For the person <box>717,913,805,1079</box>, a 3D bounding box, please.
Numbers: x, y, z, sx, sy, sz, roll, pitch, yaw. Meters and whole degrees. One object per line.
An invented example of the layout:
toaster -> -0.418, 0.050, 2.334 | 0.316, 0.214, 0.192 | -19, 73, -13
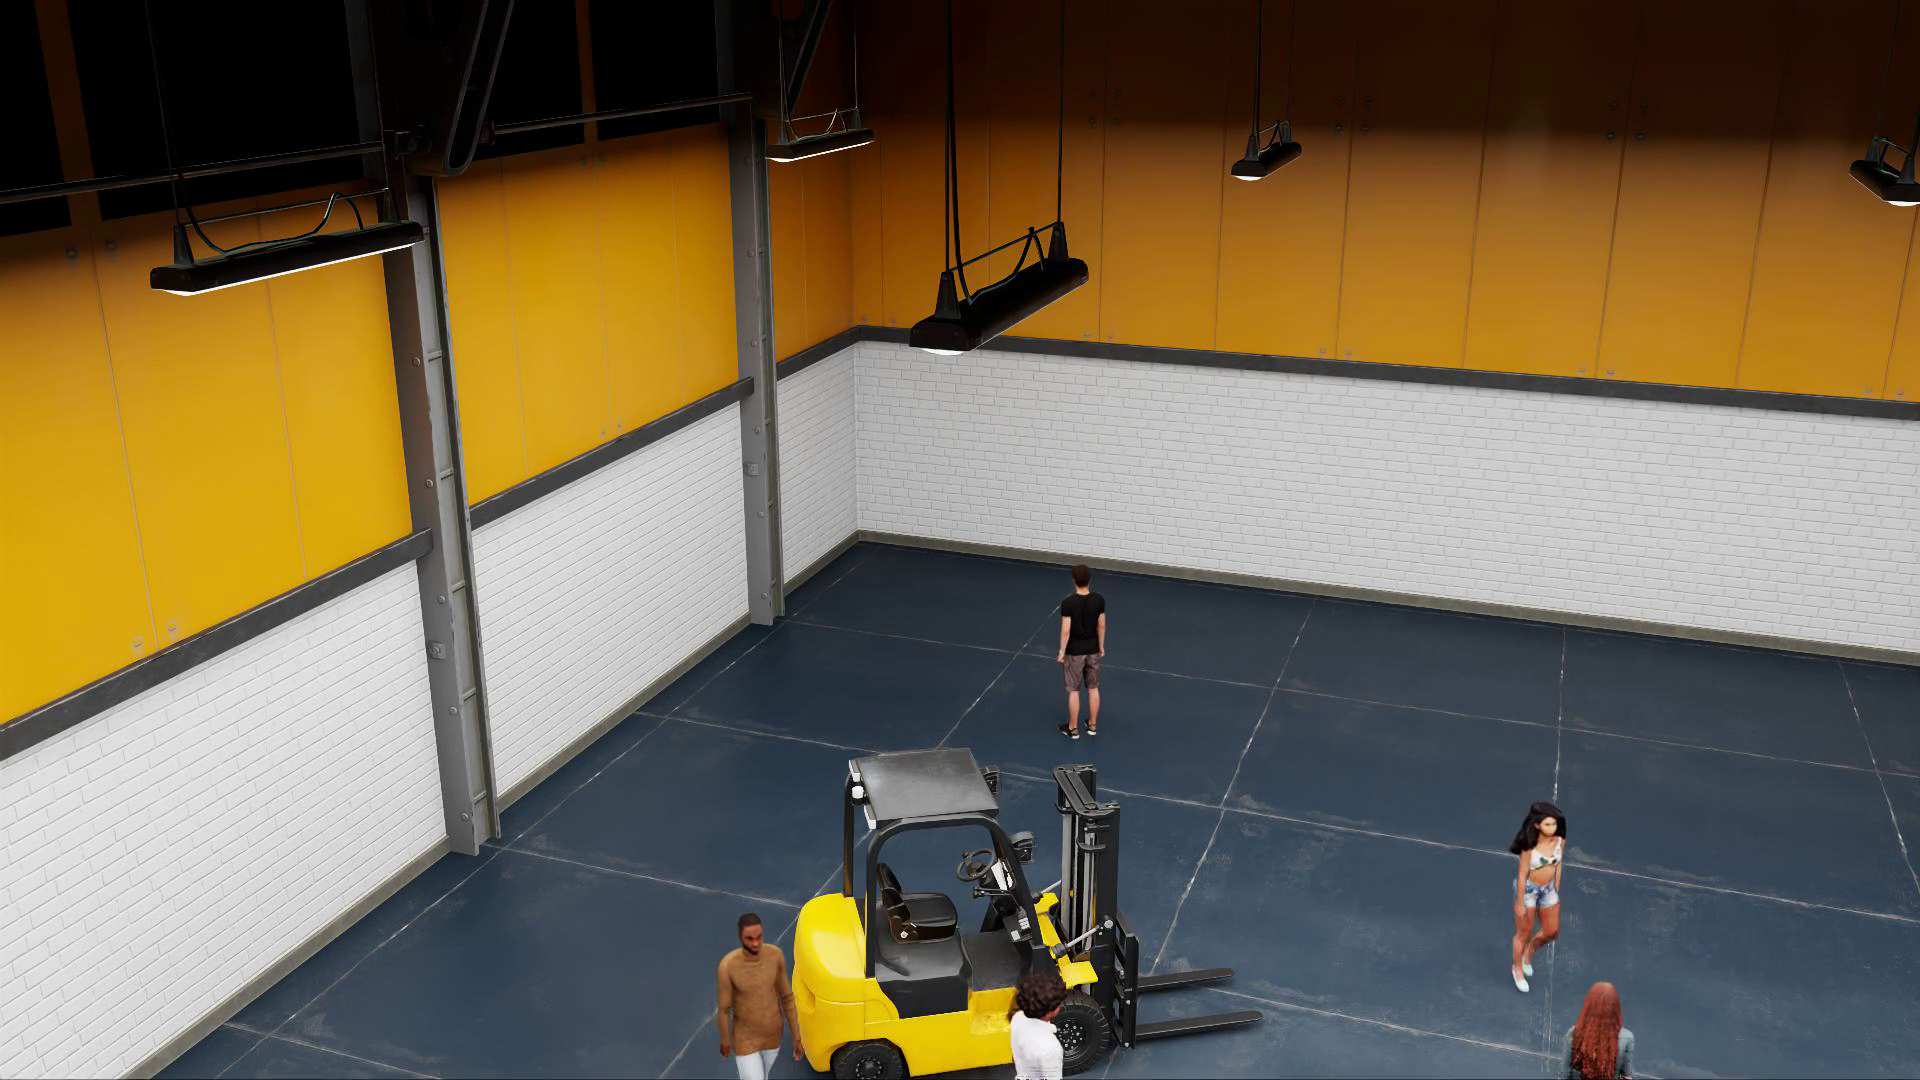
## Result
person -> -1.376, 3.233, 11.016 | 1.067, 1.786, 1.075 | -11, 22, -30

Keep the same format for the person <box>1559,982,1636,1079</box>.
person -> 3.894, 3.537, 10.198 | 0.606, 1.732, 0.908 | 5, 19, 16

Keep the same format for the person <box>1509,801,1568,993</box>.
person -> 4.391, 2.717, 12.820 | 0.708, 1.613, 0.762 | -6, 20, -17

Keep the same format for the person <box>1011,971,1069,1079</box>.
person -> 0.421, 3.480, 10.274 | 1.086, 1.792, 1.005 | -9, 21, -26

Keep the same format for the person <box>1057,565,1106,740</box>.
person -> 1.255, 1.141, 17.114 | 0.770, 1.859, 0.811 | -7, 20, -19
